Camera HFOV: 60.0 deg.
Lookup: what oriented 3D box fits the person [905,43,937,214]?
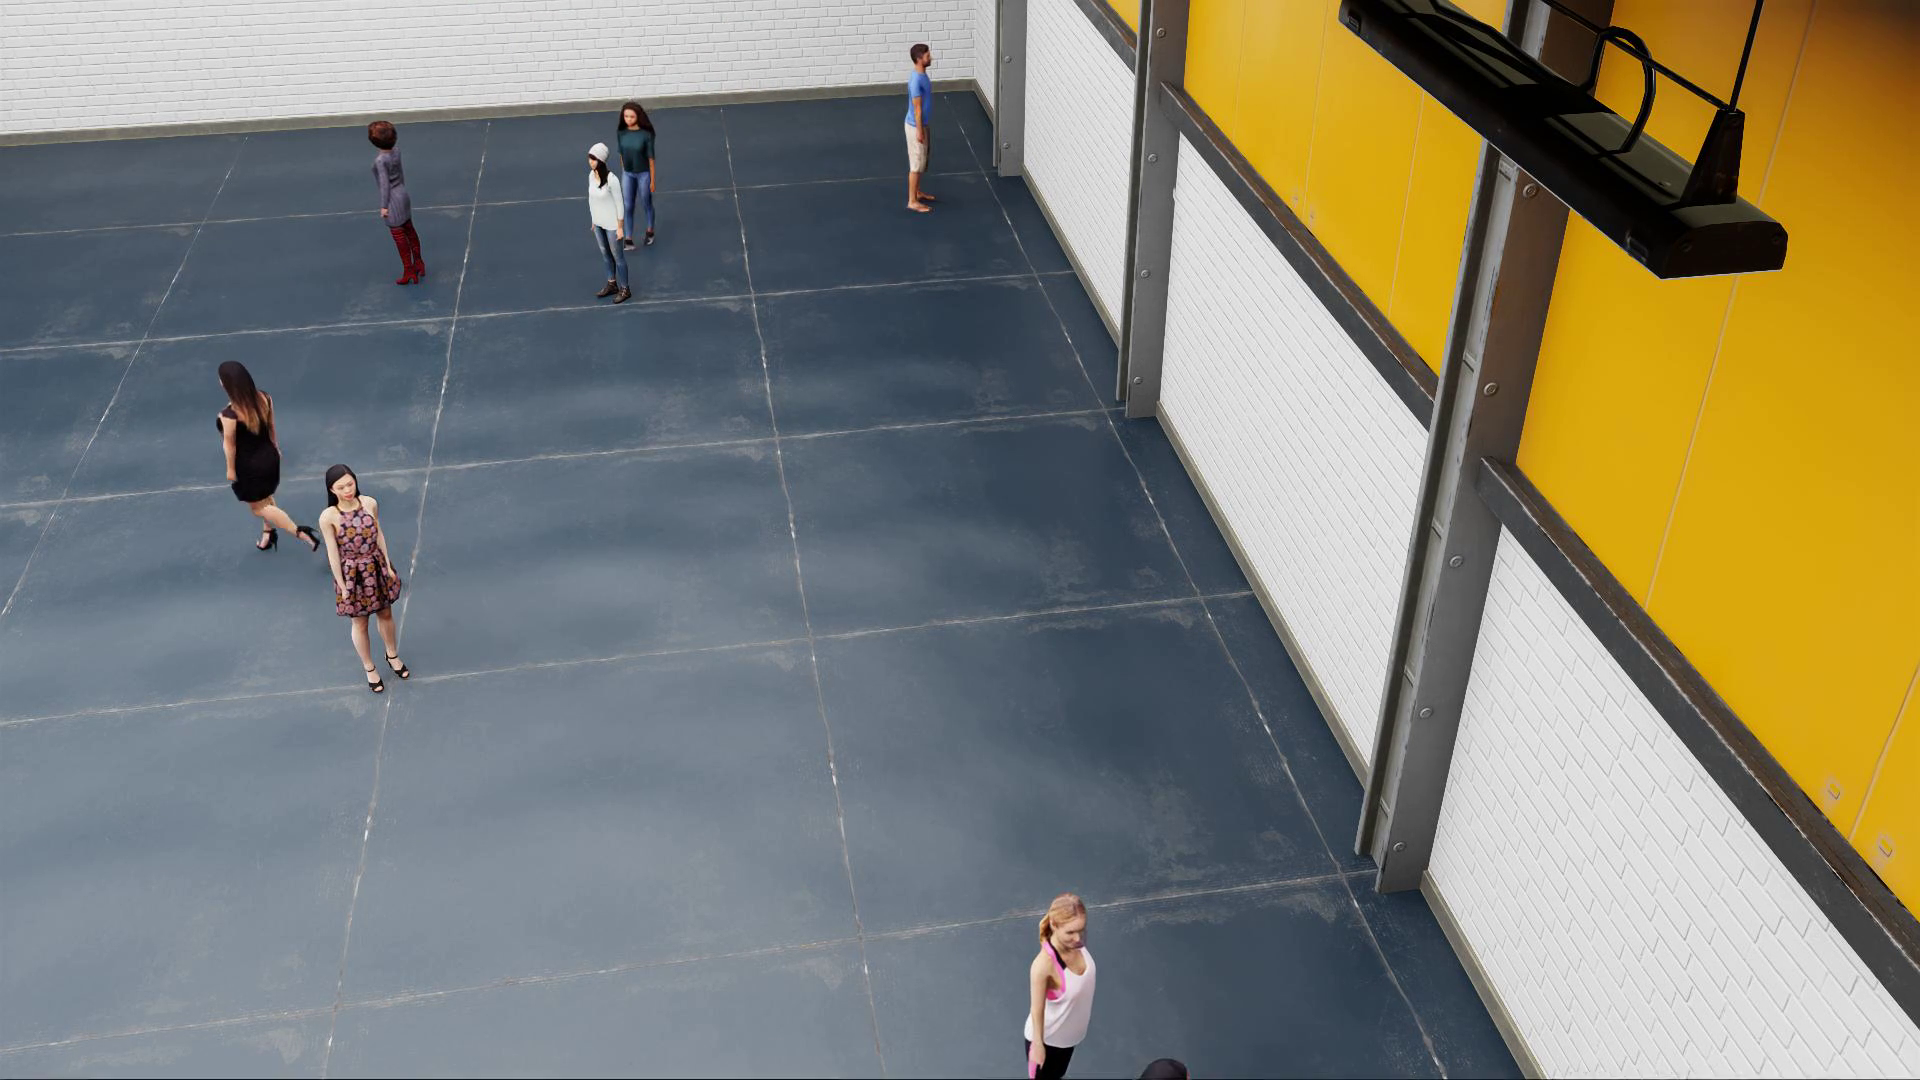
[{"bbox_3d":[-0.478,-4.689,18.799,0.773,1.867,0.585,3,34,4],"label":"person"}]

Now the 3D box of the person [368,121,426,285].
[{"bbox_3d":[-5.805,-3.473,17.111,0.719,1.710,0.572,6,34,10],"label":"person"}]

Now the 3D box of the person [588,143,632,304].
[{"bbox_3d":[-3.551,-3.198,16.757,0.626,1.644,0.692,22,40,30],"label":"person"}]

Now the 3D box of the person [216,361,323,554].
[{"bbox_3d":[-5.335,-0.559,12.734,0.953,1.701,0.991,10,35,14],"label":"person"}]

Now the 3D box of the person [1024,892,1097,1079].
[{"bbox_3d":[0.466,2.401,8.204,0.727,1.786,0.671,22,39,29],"label":"person"}]

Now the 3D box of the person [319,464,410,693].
[{"bbox_3d":[-4.099,0.257,11.440,0.851,1.775,0.803,27,42,35],"label":"person"}]

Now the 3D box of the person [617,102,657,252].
[{"bbox_3d":[-3.437,-3.958,17.939,0.800,1.601,0.959,8,34,12],"label":"person"}]
